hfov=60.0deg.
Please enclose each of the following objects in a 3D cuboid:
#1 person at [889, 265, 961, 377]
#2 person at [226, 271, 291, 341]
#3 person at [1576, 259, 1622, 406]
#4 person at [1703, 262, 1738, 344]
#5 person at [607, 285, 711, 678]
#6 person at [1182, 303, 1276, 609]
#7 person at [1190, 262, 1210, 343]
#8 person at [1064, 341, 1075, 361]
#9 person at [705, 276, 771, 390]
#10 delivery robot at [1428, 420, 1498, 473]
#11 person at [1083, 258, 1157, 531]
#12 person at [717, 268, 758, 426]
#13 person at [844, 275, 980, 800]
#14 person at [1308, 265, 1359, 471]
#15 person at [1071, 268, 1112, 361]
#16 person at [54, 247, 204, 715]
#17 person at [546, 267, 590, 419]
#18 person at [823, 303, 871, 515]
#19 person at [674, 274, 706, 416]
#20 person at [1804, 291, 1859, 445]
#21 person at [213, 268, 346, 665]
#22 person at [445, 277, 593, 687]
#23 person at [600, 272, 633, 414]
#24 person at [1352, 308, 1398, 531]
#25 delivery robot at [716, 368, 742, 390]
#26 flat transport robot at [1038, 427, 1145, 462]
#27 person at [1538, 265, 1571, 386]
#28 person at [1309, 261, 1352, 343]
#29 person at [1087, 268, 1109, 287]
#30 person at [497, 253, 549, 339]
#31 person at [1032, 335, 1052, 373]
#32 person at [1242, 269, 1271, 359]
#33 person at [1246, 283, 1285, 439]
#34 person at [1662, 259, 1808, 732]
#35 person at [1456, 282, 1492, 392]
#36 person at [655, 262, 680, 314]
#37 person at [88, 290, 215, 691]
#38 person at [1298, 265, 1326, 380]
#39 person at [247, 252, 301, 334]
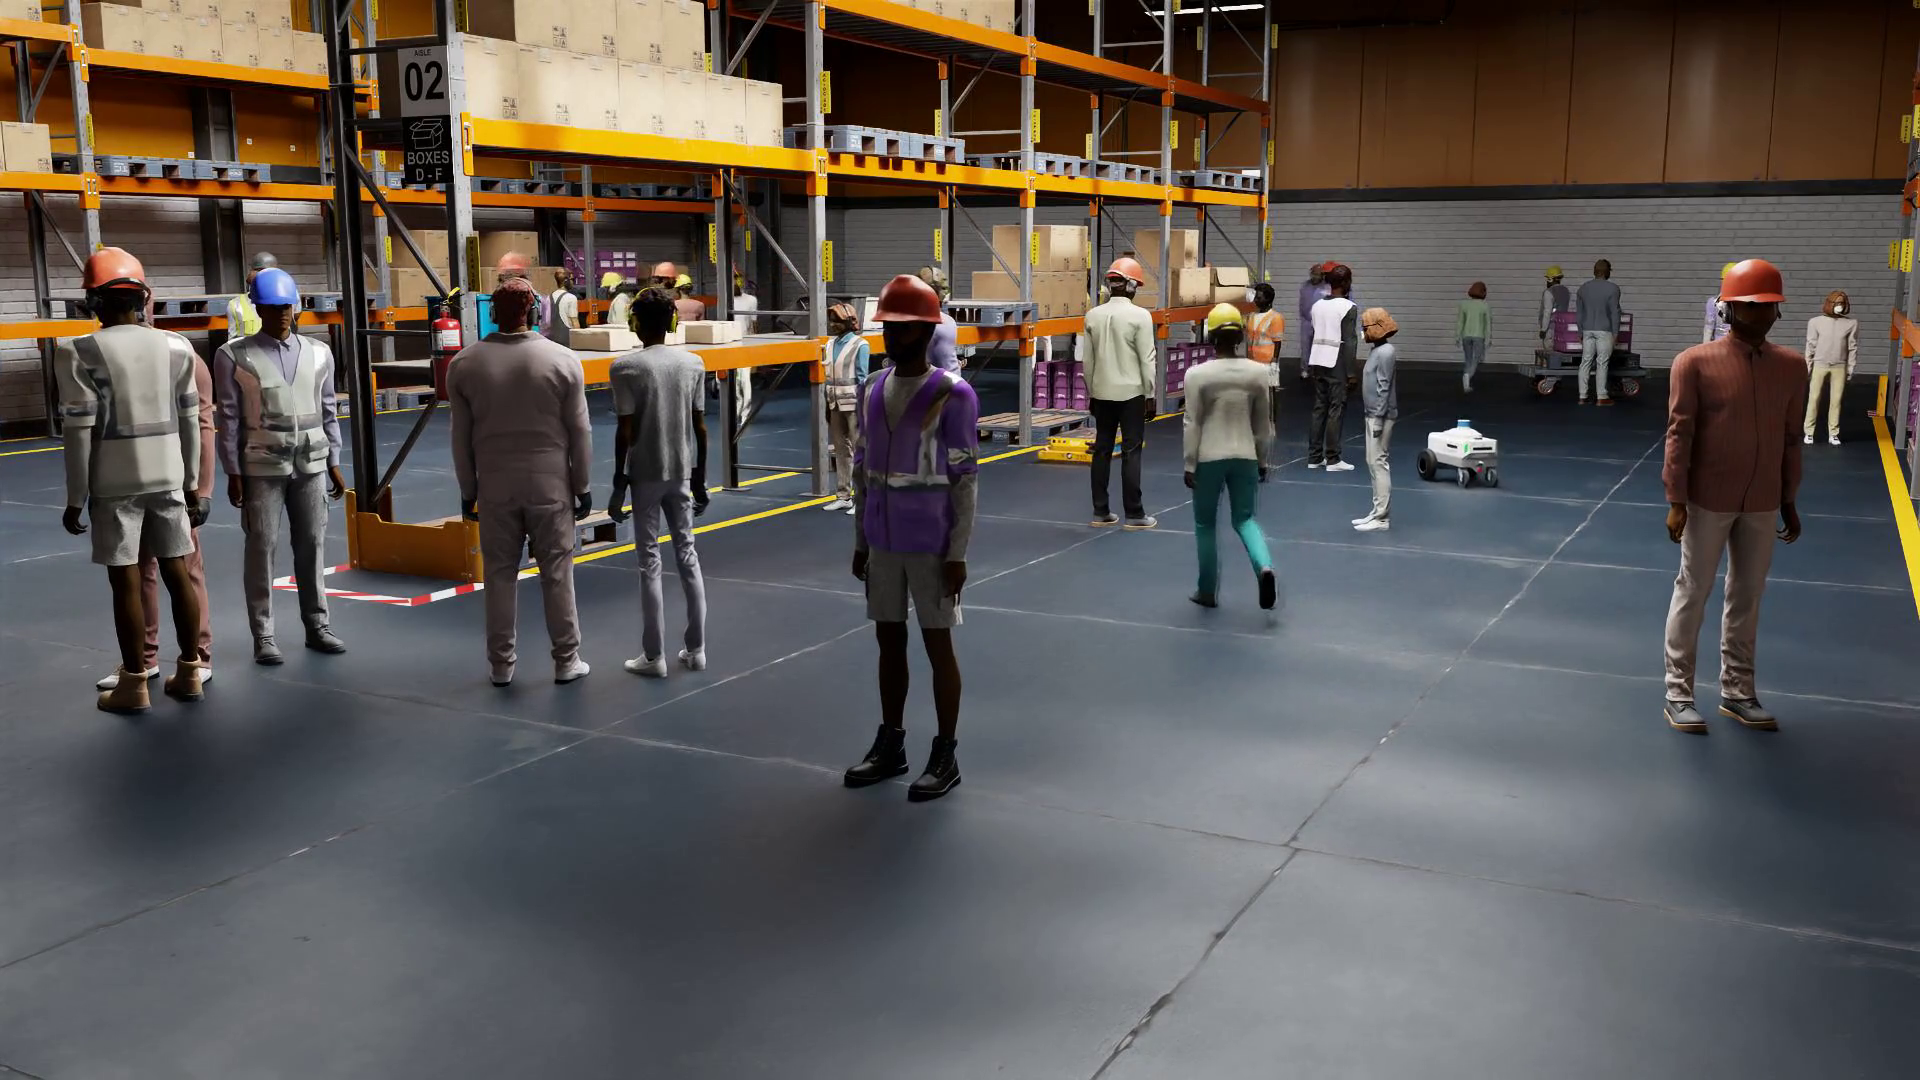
[{"bbox_3d":[-0.231,-0.877,11.250,0.353,1.936,0.633,-9,13,-41],"label":"person"},{"bbox_3d":[-7.311,-1.885,17.401,0.624,1.837,0.429,-4,11,-23],"label":"person"},{"bbox_3d":[8.477,-2.749,22.089,0.372,1.940,0.631,-7,12,-36],"label":"person"},{"bbox_3d":[8.391,-2.056,18.144,0.592,1.919,0.398,1,10,6],"label":"person"},{"bbox_3d":[-1.443,-0.276,7.972,0.535,1.868,0.309,-8,12,-37],"label":"person"},{"bbox_3d":[1.520,-0.448,9.313,0.532,1.745,0.660,-3,10,-15],"label":"person"},{"bbox_3d":[3.814,-3.463,26.406,0.345,1.878,0.578,7,12,36],"label":"person"},{"bbox_3d":[2.126,-3.997,29.400,0.434,1.936,0.622,4,11,21],"label":"person"},{"bbox_3d":[-3.269,-3.115,24.443,1.012,1.885,0.554,-1,10,-8],"label":"person"},{"bbox_3d":[4.411,-0.812,14.599,0.477,0.478,0.707,-2,10,-12],"label":"delivery robot"},{"bbox_3d":[1.186,-1.064,12.195,0.611,1.986,0.392,8,13,39],"label":"person"},{"bbox_3d":[-2.592,-2.256,19.517,0.517,1.844,0.527,0,10,3],"label":"person"},{"bbox_3d":[-0.191,-0.008,6.206,0.547,1.942,0.350,7,12,34],"label":"person"},{"bbox_3d":[3.468,-1.595,15.508,0.392,1.911,0.581,-4,11,-23],"label":"person"},{"bbox_3d":[1.822,-2.844,22.951,0.626,1.837,0.428,-1,10,-3],"label":"person"},{"bbox_3d":[-3.649,-0.252,7.327,0.377,2.045,0.605,7,12,36],"label":"person"},{"bbox_3d":[-4.767,-2.365,20.130,0.508,1.846,0.342,6,12,32],"label":"person"},{"bbox_3d":[-0.877,-1.014,12.926,0.311,1.634,0.514,-9,13,-43],"label":"person"},{"bbox_3d":[-3.402,-2.403,20.619,0.523,1.759,0.351,-7,12,-34],"label":"person"},{"bbox_3d":[9.195,-1.813,17.578,0.499,1.630,0.292,3,10,17],"label":"person"},{"bbox_3d":[-3.367,-0.369,8.277,0.389,1.948,0.609,9,14,44],"label":"person"},{"bbox_3d":[-2.032,-0.260,7.772,0.643,1.908,0.410,-1,10,-6],"label":"person"},{"bbox_3d":[-4.182,-2.476,20.939,0.645,1.798,0.599,-1,10,-6],"label":"person"},{"bbox_3d":[3.047,-0.883,12.194,0.295,1.622,0.510,1,10,4],"label":"person"},{"bbox_3d":[-3.174,-2.308,23.260,0.477,0.478,0.707,1,10,6],"label":"delivery robot"},{"bbox_3d":[1.325,-0.958,16.538,0.652,0.197,1.431,4,11,23],"label":"flat transport robot"},{"bbox_3d":[8.982,-3.239,25.227,0.600,1.829,0.404,-8,13,-39],"label":"person"},{"bbox_3d":[5.228,-2.959,23.397,0.624,1.904,0.685,-1,10,-8],"label":"person"},{"bbox_3d":[2.325,-3.934,29.035,0.672,1.911,0.470,-1,10,-6],"label":"person"},{"bbox_3d":[-4.023,-1.548,15.025,0.626,2.031,0.664,1,10,4],"label":"person"},{"bbox_3d":[1.325,-3.815,28.115,0.608,1.987,0.391,-1,10,-6],"label":"person"},{"bbox_3d":[4.597,-3.284,25.645,0.602,1.782,0.843,-6,12,-33],"label":"person"},{"bbox_3d":[3.291,-1.939,18.100,0.319,1.695,0.532,-6,12,-31],"label":"person"},{"bbox_3d":[3.275,-0.178,7.041,0.613,1.994,0.381,-1,10,-8],"label":"person"},{"bbox_3d":[7.376,-2.913,23.966,0.529,1.611,0.568,8,13,38],"label":"person"},{"bbox_3d":[-3.572,-2.333,19.754,0.600,1.919,0.548,-4,10,-21],"label":"person"},{"bbox_3d":[-3.750,-0.237,7.645,0.651,1.904,0.401,2,10,14],"label":"person"},{"bbox_3d":[5.657,-3.448,26.462,0.653,1.828,1.031,6,11,31],"label":"person"},{"bbox_3d":[-7.776,-2.218,18.715,0.538,2.000,0.681,4,11,23],"label":"person"}]
